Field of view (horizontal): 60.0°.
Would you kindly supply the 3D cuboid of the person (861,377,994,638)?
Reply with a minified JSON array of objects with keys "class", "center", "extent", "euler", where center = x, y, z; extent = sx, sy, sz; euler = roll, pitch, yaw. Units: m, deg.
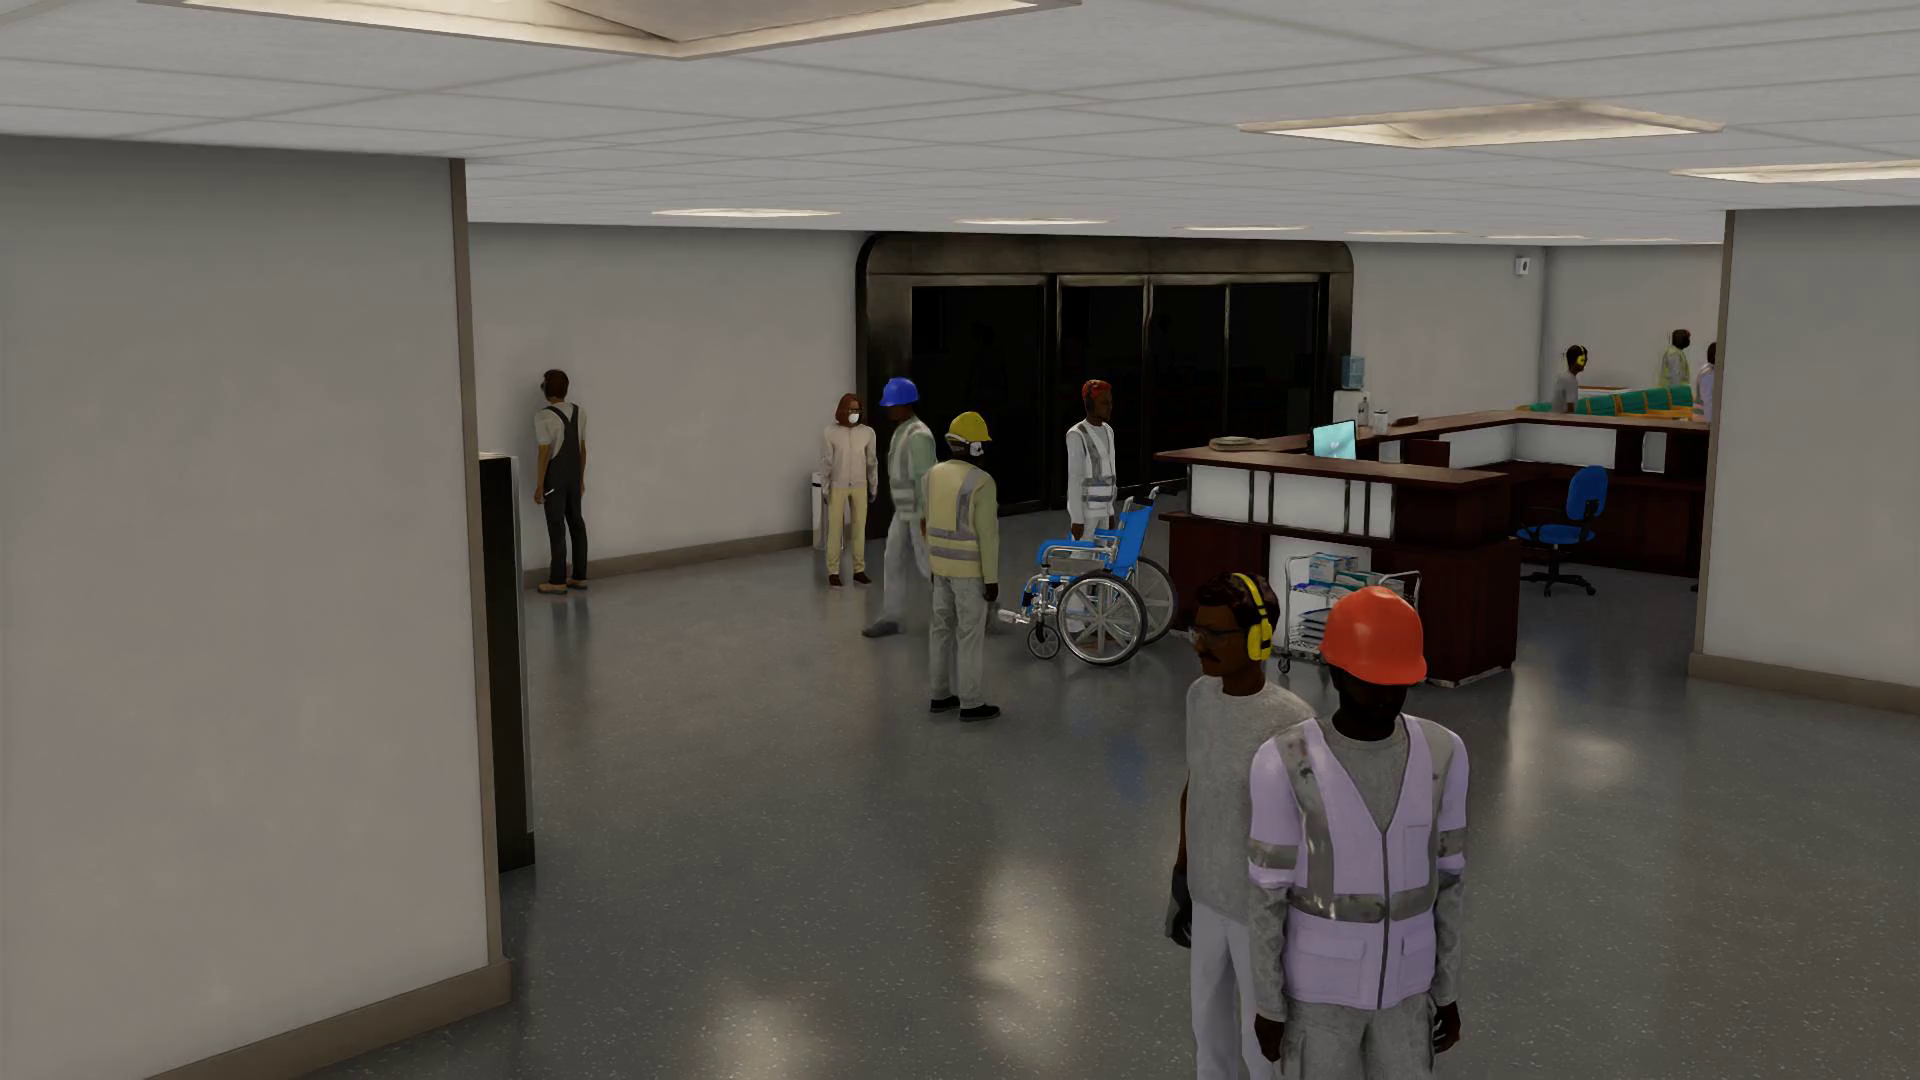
[{"class":"person","center":[-0.242,-0.232,11.973],"extent":[0.875,1.906,0.650],"euler":[-3,10,-19]}]

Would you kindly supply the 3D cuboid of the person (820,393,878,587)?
[{"class":"person","center":[-0.930,-0.422,13.979],"extent":[0.504,1.627,0.285],"euler":[-4,10,-22]}]

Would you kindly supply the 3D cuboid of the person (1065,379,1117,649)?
[{"class":"person","center":[0.932,-0.190,11.751],"extent":[0.337,1.882,0.584],"euler":[5,11,29]}]

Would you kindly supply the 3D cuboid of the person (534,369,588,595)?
[{"class":"person","center":[-3.273,-0.476,13.617],"extent":[0.345,1.847,0.507],"euler":[6,11,33]}]

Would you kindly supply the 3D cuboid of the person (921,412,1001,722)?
[{"class":"person","center":[0.024,0.156,9.830],"extent":[0.404,1.825,0.595],"euler":[-8,12,-41]}]

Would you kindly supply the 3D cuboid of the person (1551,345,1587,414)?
[{"class":"person","center":[6.552,-1.150,17.767],"extent":[0.625,1.841,0.643],"euler":[3,10,17]}]

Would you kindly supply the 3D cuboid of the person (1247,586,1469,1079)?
[{"class":"person","center":[0.960,1.055,4.004],"extent":[0.539,1.929,0.384],"euler":[-2,9,-10]}]

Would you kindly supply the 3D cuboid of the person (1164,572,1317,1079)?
[{"class":"person","center":[0.742,1.001,4.494],"extent":[0.311,1.869,0.532],"euler":[-6,11,-32]}]
